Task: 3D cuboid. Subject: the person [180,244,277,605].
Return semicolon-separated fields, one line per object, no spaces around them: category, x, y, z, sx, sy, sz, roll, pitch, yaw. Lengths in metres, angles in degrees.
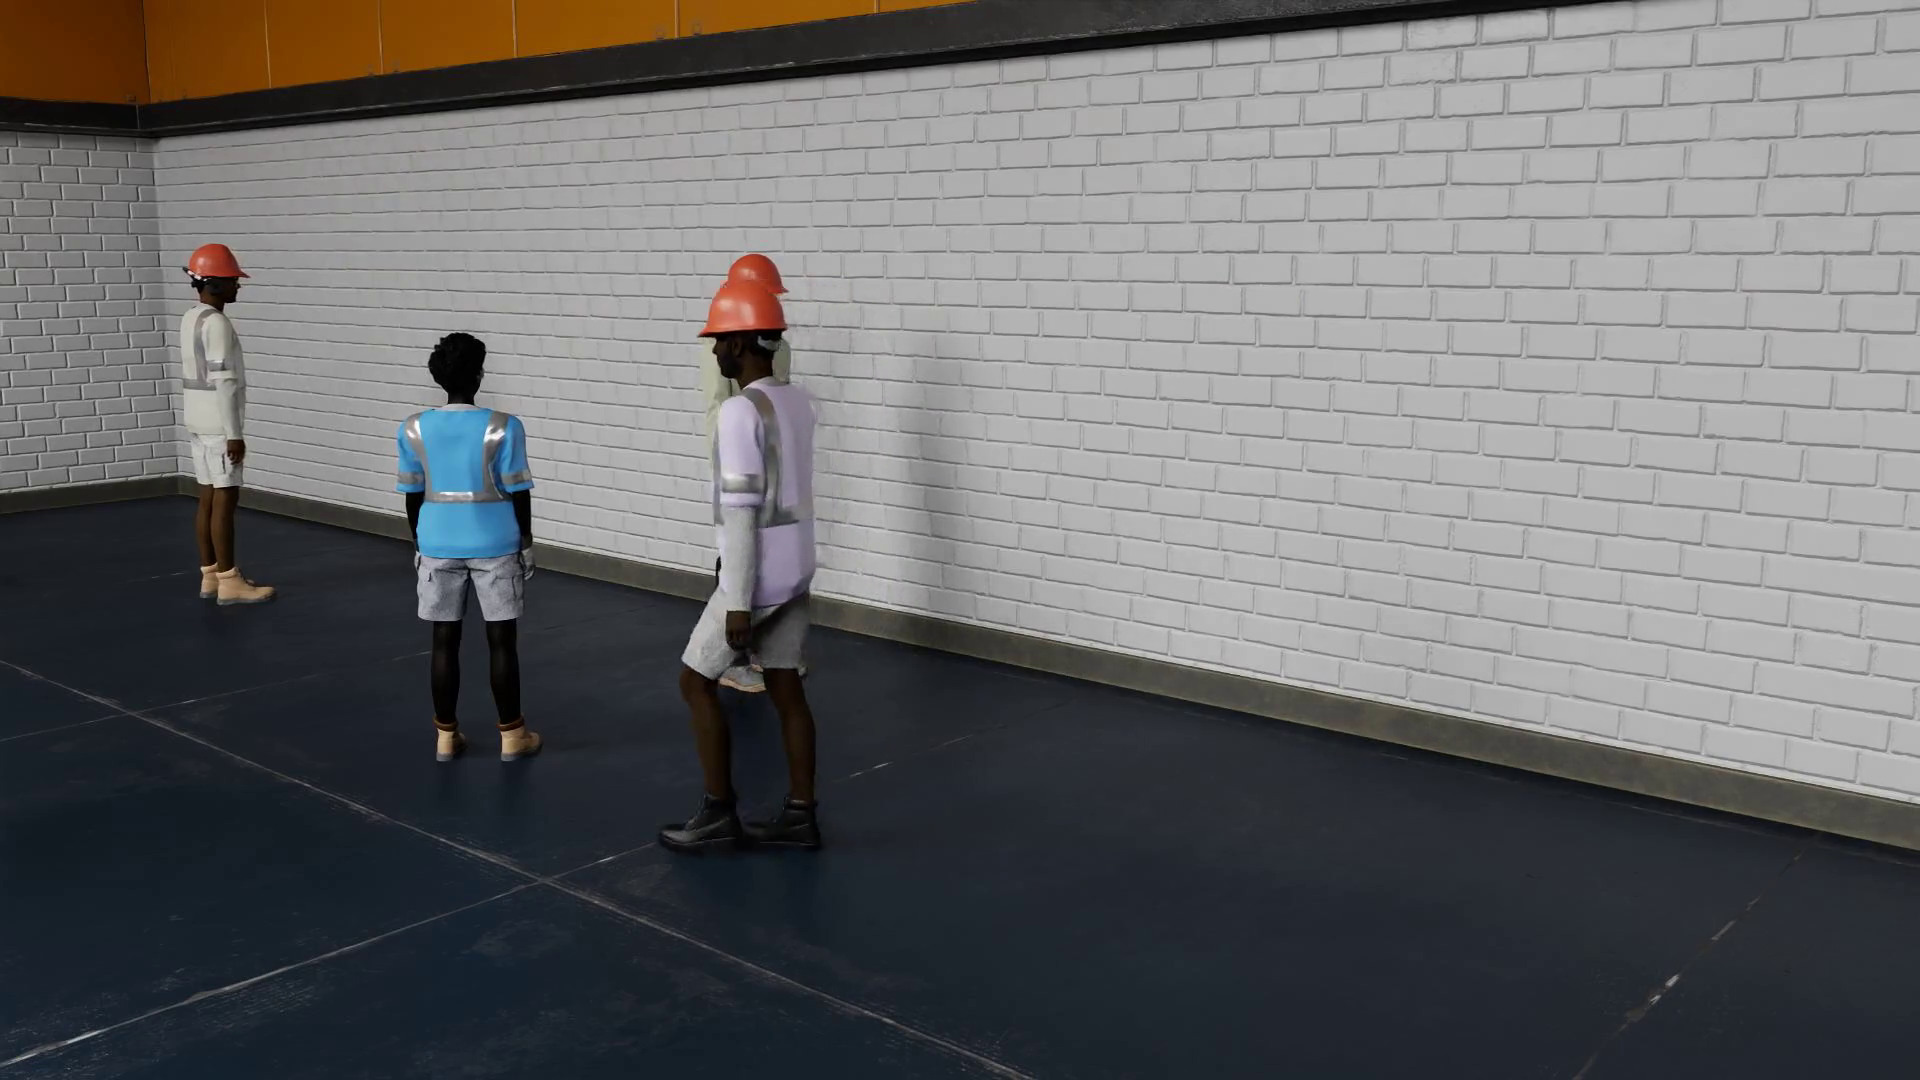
person;-4.219;-0.658;9.519;0.394;2.044;0.609;-8;13;-38

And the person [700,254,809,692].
person;-0.943;-0.313;7.691;0.381;1.994;0.615;5;11;27

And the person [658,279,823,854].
person;-0.765;0.111;5.494;0.665;1.916;0.586;3;11;19

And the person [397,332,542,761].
person;-1.921;0.037;6.541;0.533;1.699;0.318;0;10;2
